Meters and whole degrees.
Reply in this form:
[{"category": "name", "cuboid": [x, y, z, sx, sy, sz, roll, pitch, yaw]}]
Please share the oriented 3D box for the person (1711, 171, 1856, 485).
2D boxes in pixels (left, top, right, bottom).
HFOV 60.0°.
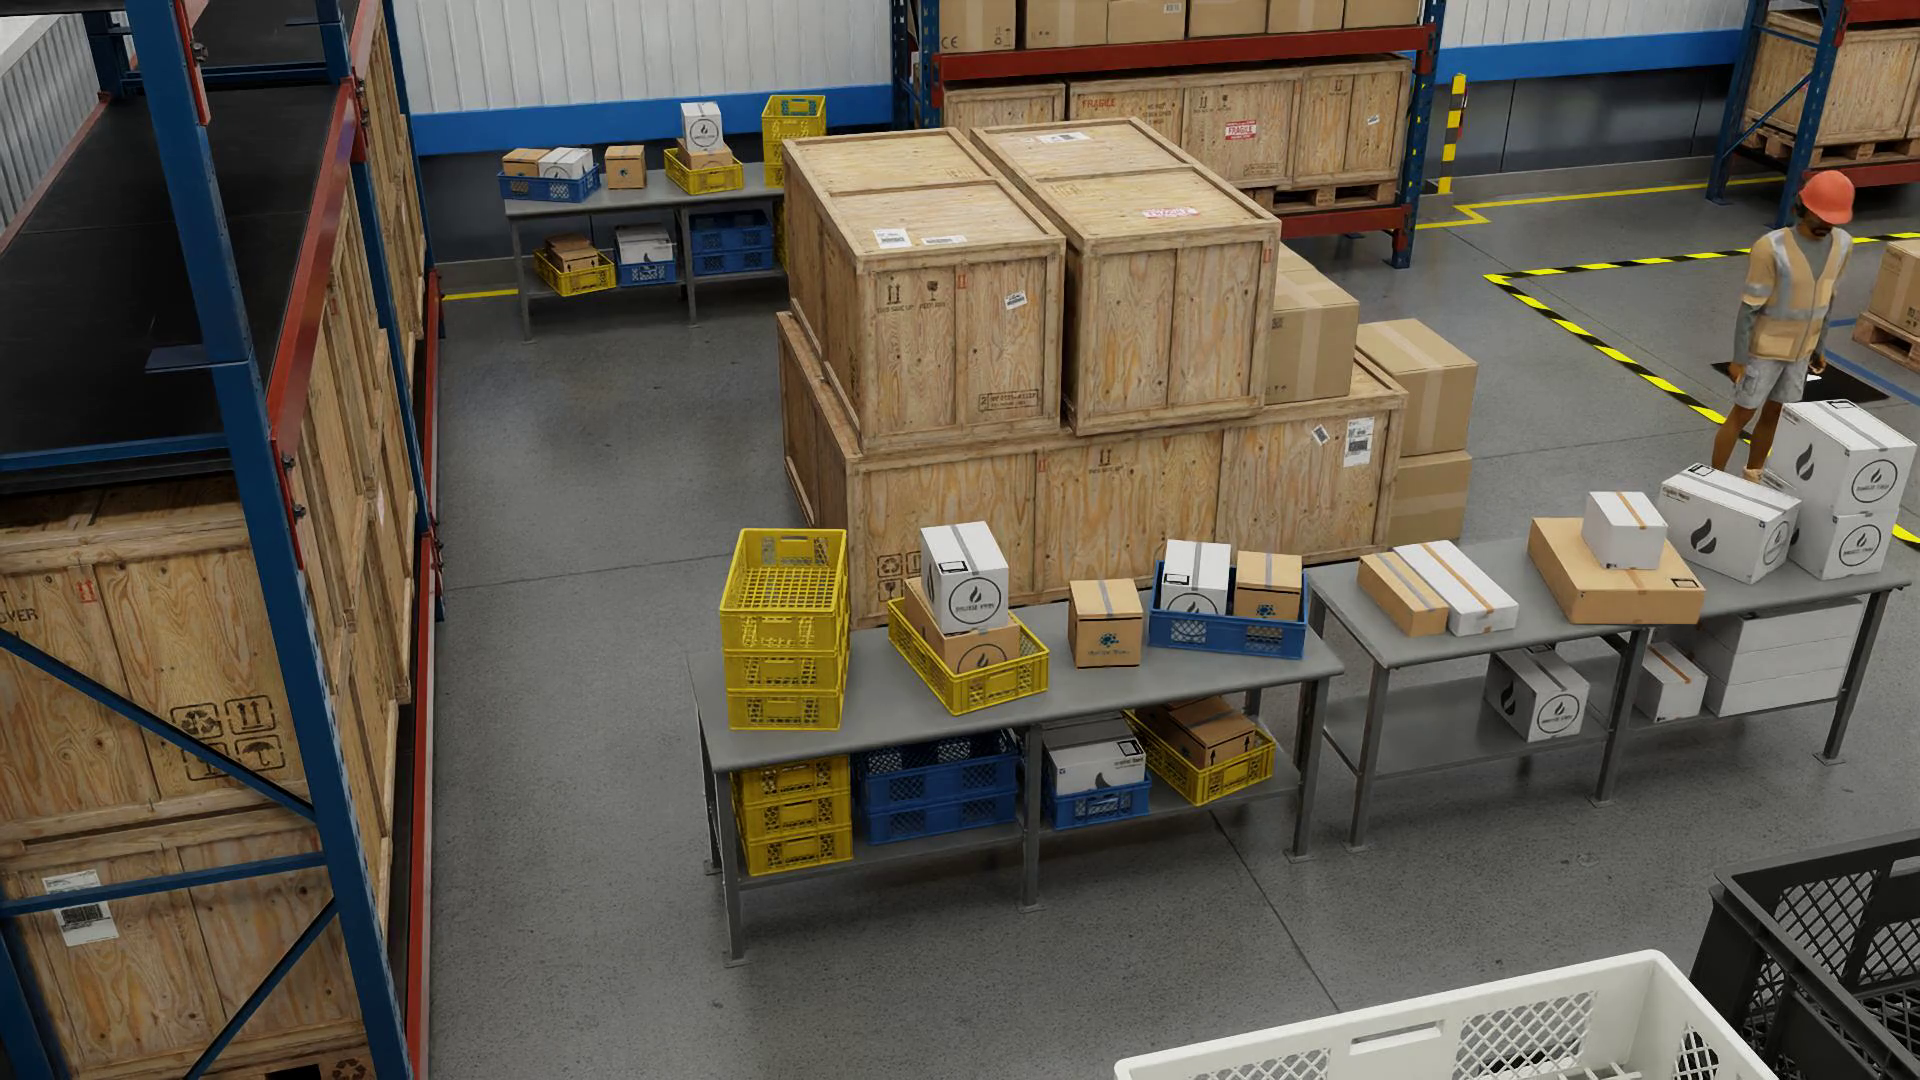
[{"category": "person", "cuboid": [4.567, -1.055, 9.208, 0.612, 2.029, 0.400, -8, 30, -13]}]
